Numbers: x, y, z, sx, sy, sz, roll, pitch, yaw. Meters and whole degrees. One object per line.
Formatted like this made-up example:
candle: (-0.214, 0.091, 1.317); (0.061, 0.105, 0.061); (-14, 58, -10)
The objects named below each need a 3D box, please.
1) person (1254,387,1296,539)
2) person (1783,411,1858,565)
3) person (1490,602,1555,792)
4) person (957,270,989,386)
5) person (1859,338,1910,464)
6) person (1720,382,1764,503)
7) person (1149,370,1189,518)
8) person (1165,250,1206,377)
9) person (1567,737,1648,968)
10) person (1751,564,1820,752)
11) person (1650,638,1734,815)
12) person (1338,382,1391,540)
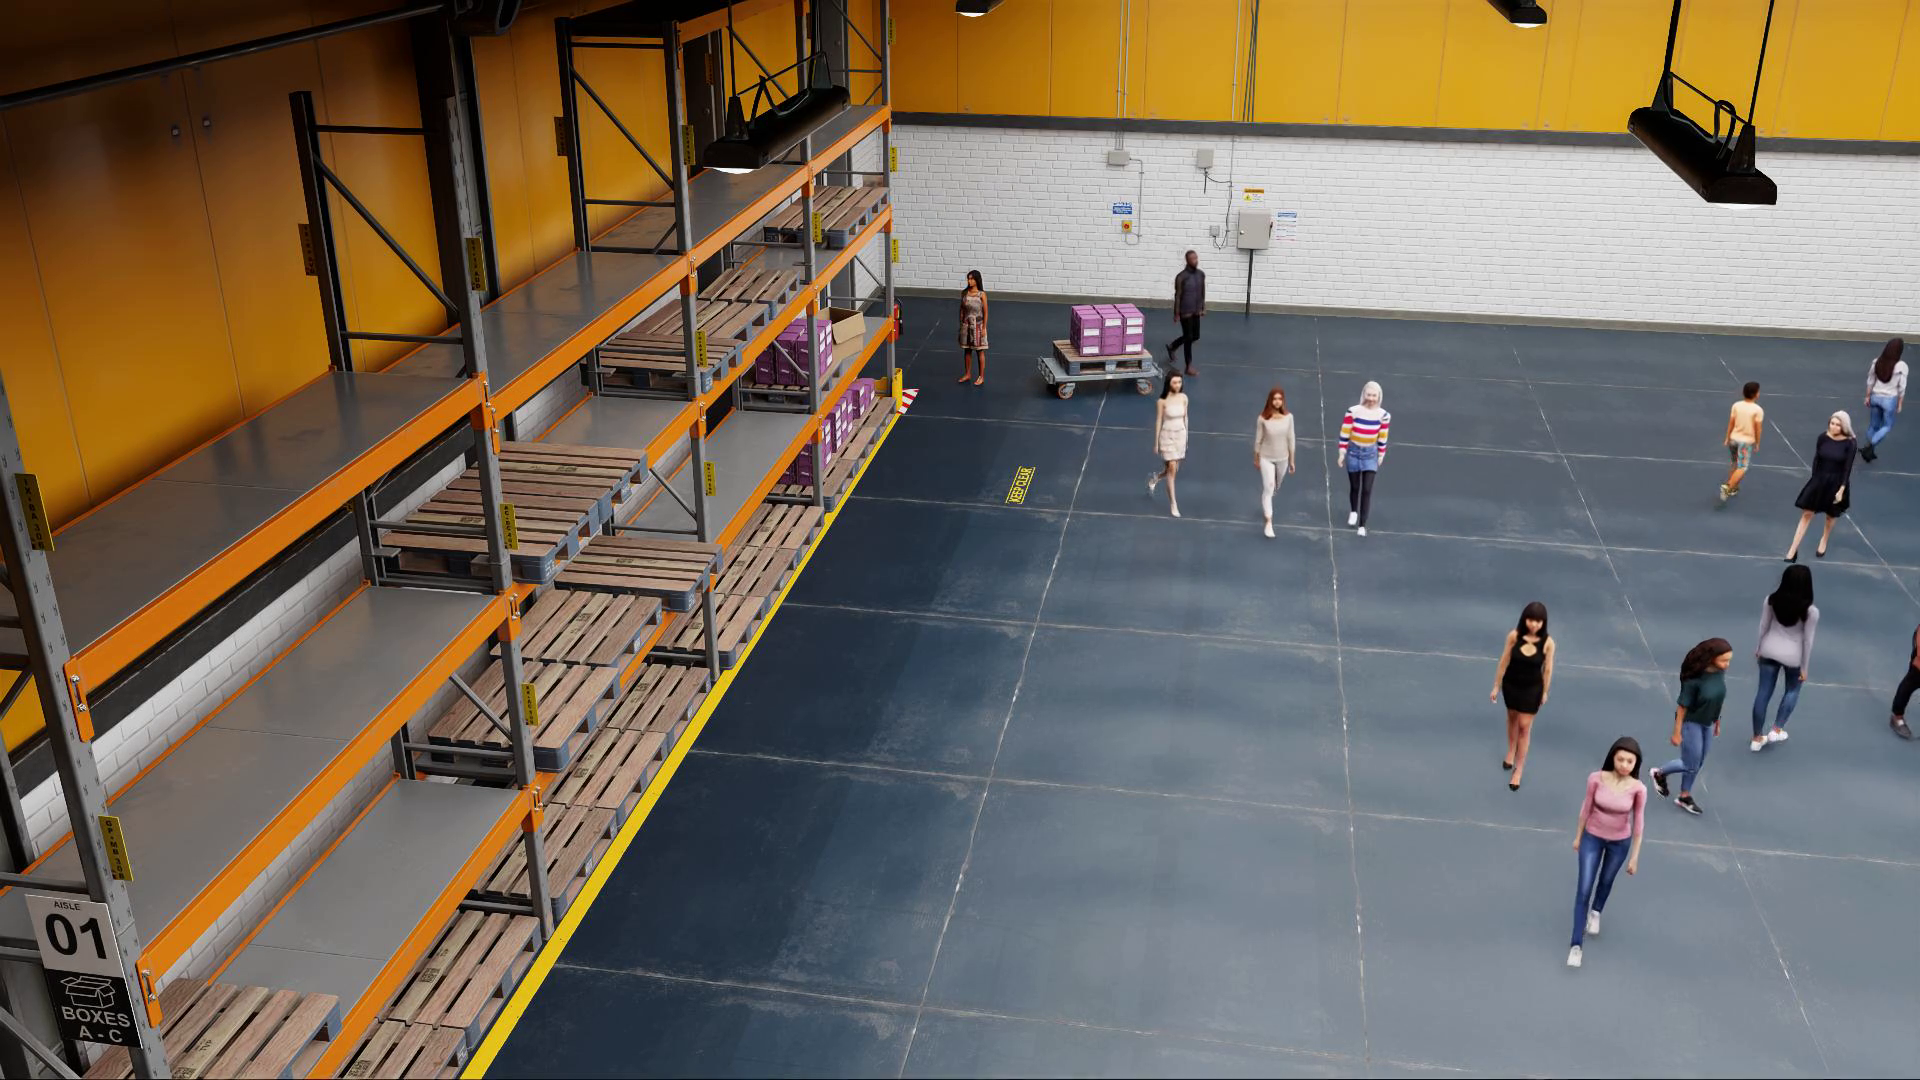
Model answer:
person: (3.538, -0.939, 18.821); (0.780, 1.681, 1.182); (-2, 24, -5)
person: (9.400, -0.567, 17.933); (1.176, 1.709, 1.017); (-22, 32, -40)
person: (4.723, 1.221, 13.952); (0.741, 1.622, 0.923); (13, 27, 27)
person: (0.196, -3.038, 23.667); (0.716, 1.645, 0.662); (14, 27, 28)
person: (11.421, -1.693, 20.619); (0.930, 1.621, 0.872); (-15, 28, -31)
person: (9.181, -1.138, 19.573); (0.970, 1.442, 0.850); (-21, 31, -39)
person: (2.411, -1.147, 19.252); (0.886, 1.717, 1.035); (-10, 25, -21)
person: (3.264, -3.310, 24.071); (1.081, 1.820, 1.125); (-17, 29, -33)
person: (4.596, 2.113, 11.806); (0.742, 1.707, 1.110); (10, 25, 21)
person: (6.993, 1.045, 14.231); (0.775, 1.721, 0.818); (21, 31, 39)
person: (5.868, 1.463, 13.424); (0.821, 1.601, 0.881); (-18, 29, -35)
person: (4.525, -0.943, 18.731); (0.765, 1.760, 1.122); (7, 25, 16)
